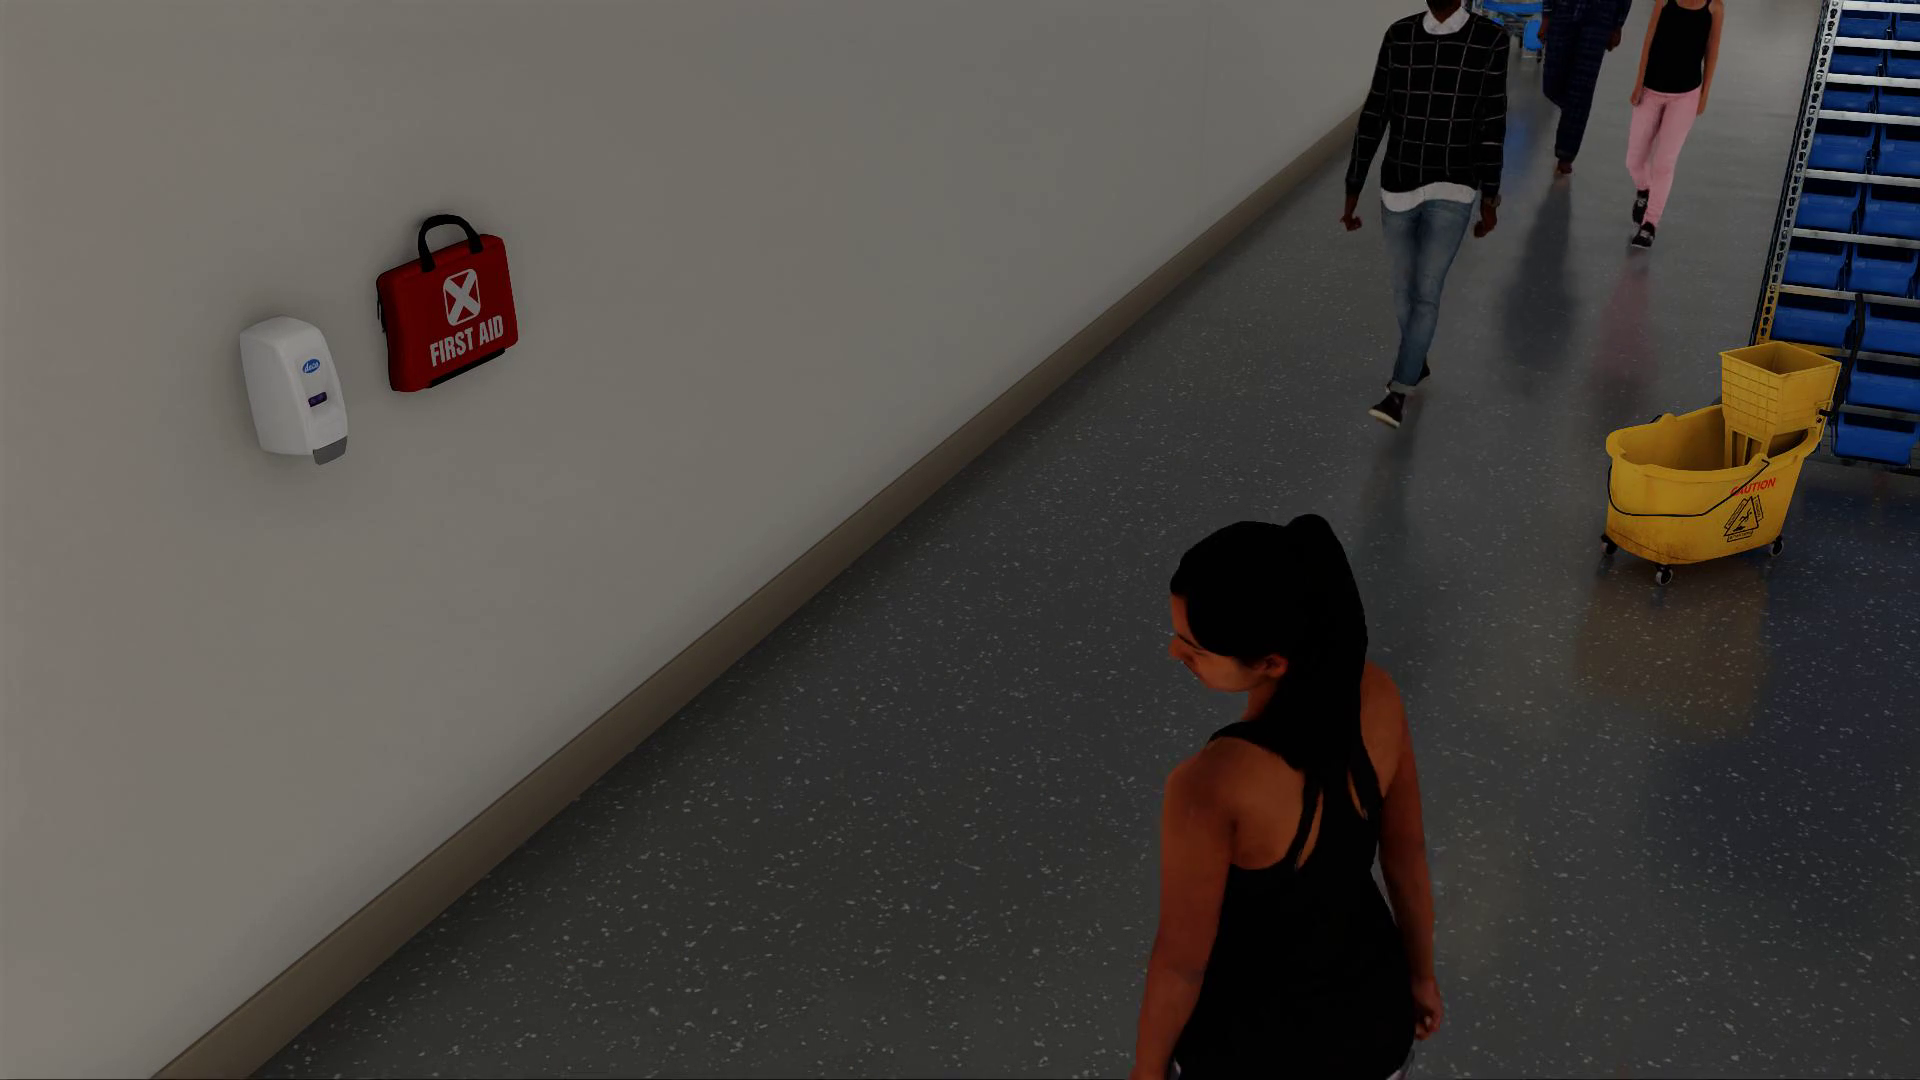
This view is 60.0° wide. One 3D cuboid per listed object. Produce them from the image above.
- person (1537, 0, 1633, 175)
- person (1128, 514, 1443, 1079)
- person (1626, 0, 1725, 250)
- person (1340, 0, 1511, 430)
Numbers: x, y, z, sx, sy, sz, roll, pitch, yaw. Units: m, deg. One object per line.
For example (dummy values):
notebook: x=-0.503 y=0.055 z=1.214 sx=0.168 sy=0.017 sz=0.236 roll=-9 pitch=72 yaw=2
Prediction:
person: x=3.843 y=-3.200 z=10.225 sx=0.914 sy=1.799 sz=0.776 roll=13 pitch=29 yaw=26
person: x=0.528 y=0.683 z=2.347 sx=0.814 sy=1.647 sz=0.788 roll=-10 pitch=28 yaw=-20
person: x=3.718 y=-2.334 z=8.714 sx=0.861 sy=1.551 sz=0.646 roll=14 pitch=29 yaw=27
person: x=1.842 y=-1.361 z=6.436 sx=1.129 sy=1.777 sz=0.890 roll=16 pitch=30 yaw=30
